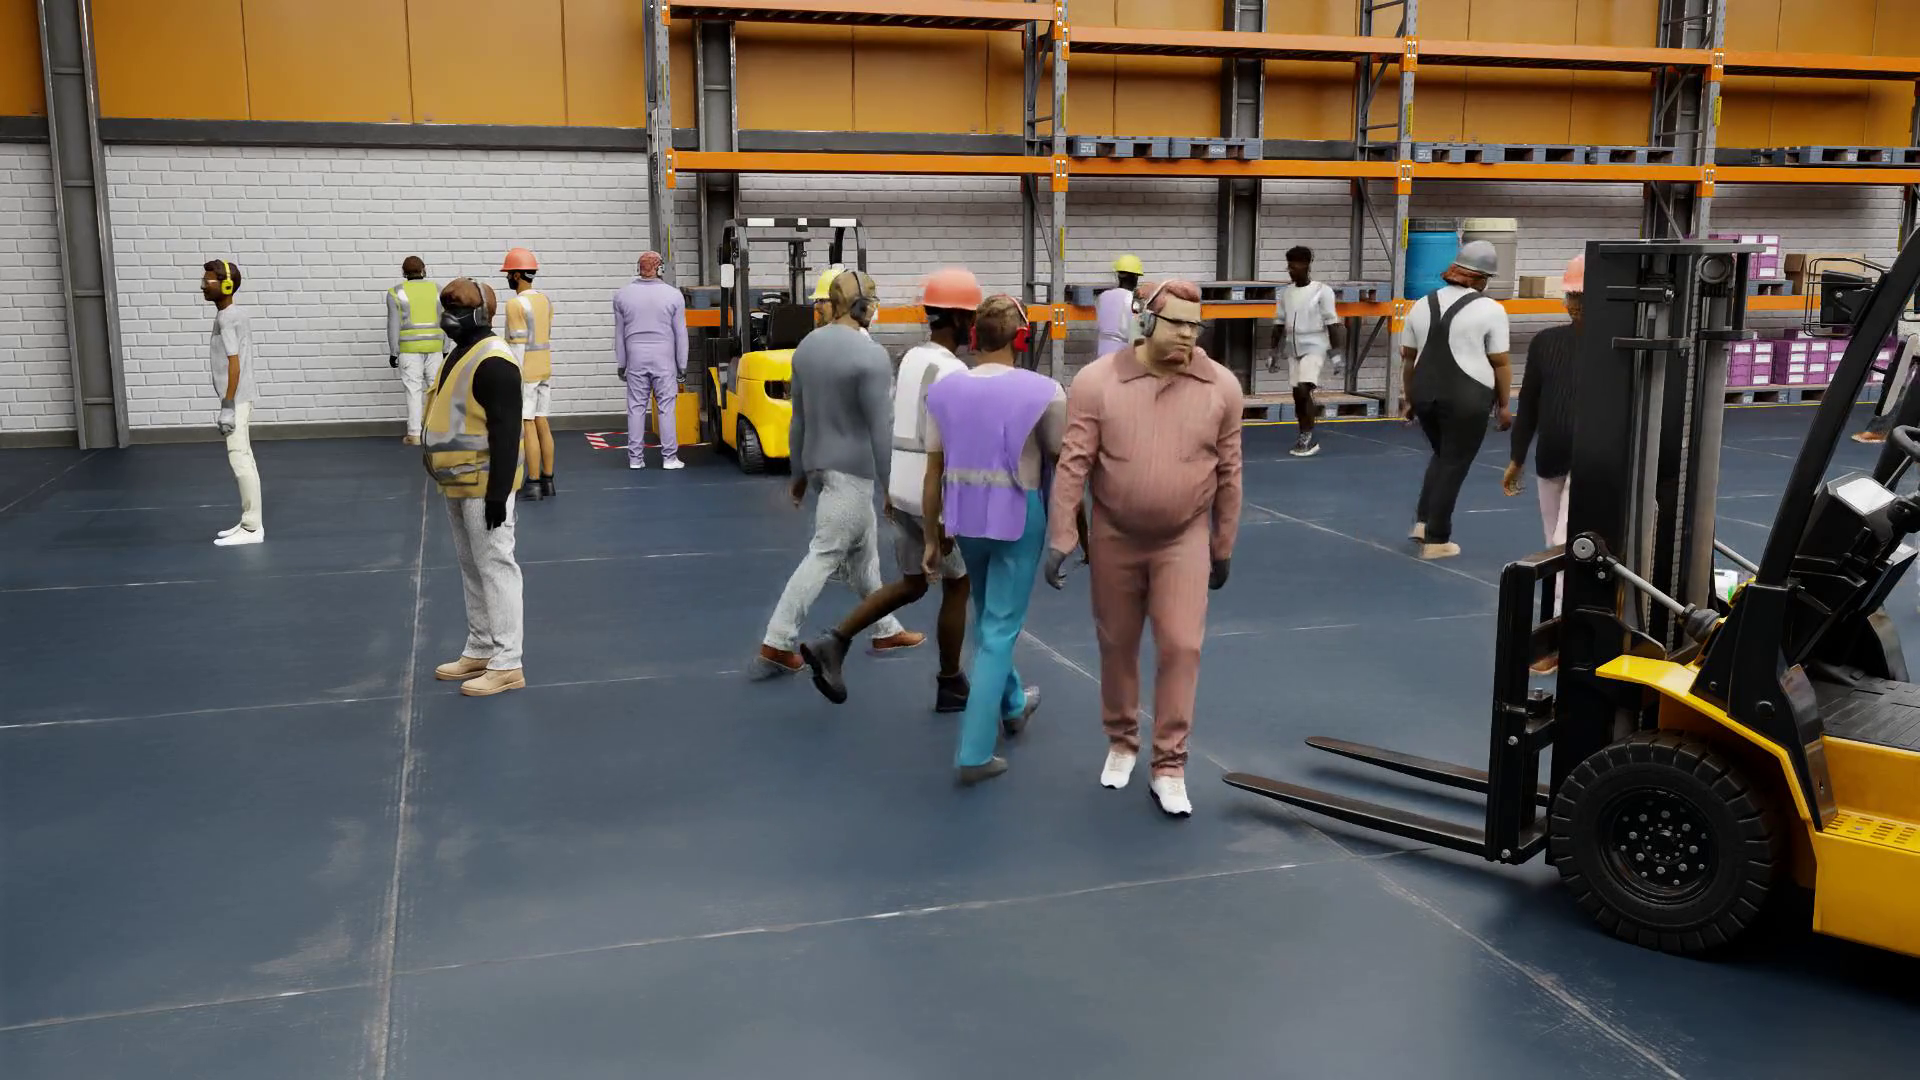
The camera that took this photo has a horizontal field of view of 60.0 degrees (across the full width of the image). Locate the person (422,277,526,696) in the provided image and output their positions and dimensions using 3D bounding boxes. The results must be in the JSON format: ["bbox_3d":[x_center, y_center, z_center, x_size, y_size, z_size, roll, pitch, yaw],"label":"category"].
[{"bbox_3d":[-2.165,-0.240,7.425,0.429,1.846,0.633,-7,12,-34],"label":"person"}]

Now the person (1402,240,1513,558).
[{"bbox_3d":[3.158,-0.902,10.516,0.608,2.000,0.698,-7,13,-35],"label":"person"}]

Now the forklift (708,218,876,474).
[{"bbox_3d":[-1.522,-1.778,14.899,1.214,2.155,2.313,-3,11,-17],"label":"forklift"}]

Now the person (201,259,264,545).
[{"bbox_3d":[-4.816,-0.904,10.982,0.326,1.877,0.518,-3,11,-17],"label":"person"}]

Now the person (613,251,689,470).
[{"bbox_3d":[-2.670,-1.549,14.462,0.647,1.900,0.403,0,10,3],"label":"person"}]

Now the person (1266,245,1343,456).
[{"bbox_3d":[3.152,-1.721,15.286,0.612,1.936,0.687,-9,14,-41],"label":"person"}]

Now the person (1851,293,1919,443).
[{"bbox_3d":[9.396,-1.894,16.266,1.056,1.940,0.619,-1,10,-8],"label":"person"}]

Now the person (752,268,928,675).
[{"bbox_3d":[-0.579,-0.315,7.763,1.010,1.890,0.646,-7,13,-36],"label":"person"}]

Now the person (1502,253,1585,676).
[{"bbox_3d":[2.965,-0.380,7.898,0.964,1.959,0.612,-7,12,-34],"label":"person"}]

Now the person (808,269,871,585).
[{"bbox_3d":[-0.721,-0.661,9.767,0.404,1.833,0.588,-5,11,-25],"label":"person"}]

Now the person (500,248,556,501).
[{"bbox_3d":[-3.339,-1.266,12.799,0.359,1.938,0.547,2,11,13],"label":"person"}]

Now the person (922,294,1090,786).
[{"bbox_3d":[0.206,-0.023,6.364,0.579,1.797,0.939,6,12,31],"label":"person"}]

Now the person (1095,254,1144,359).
[{"bbox_3d":[1.366,-1.601,14.825,0.583,1.880,0.975,10,14,43],"label":"person"}]

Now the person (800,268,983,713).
[{"bbox_3d":[-0.235,-0.180,6.956,0.782,1.908,0.560,-5,11,-24],"label":"person"}]

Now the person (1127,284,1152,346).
[{"bbox_3d":[1.555,-1.329,13.974,0.286,1.633,0.500,-6,12,-30],"label":"person"}]

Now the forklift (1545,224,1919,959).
[{"bbox_3d":[2.909,0.117,4.508,2.313,2.155,1.214,9,14,40],"label":"forklift"}]

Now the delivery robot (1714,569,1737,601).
[{"bbox_3d":[3.380,0.242,8.063,0.707,0.478,0.477,5,11,25],"label":"delivery robot"}]

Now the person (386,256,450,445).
[{"bbox_3d":[-5.290,-1.849,16.265,0.623,1.841,0.430,-8,13,-36],"label":"person"}]

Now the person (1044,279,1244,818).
[{"bbox_3d":[0.653,0.028,5.894,0.693,1.873,0.782,1,10,6],"label":"person"}]

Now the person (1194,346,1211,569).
[{"bbox_3d":[1.237,-0.613,9.787,0.534,1.735,0.799,6,12,29],"label":"person"}]
